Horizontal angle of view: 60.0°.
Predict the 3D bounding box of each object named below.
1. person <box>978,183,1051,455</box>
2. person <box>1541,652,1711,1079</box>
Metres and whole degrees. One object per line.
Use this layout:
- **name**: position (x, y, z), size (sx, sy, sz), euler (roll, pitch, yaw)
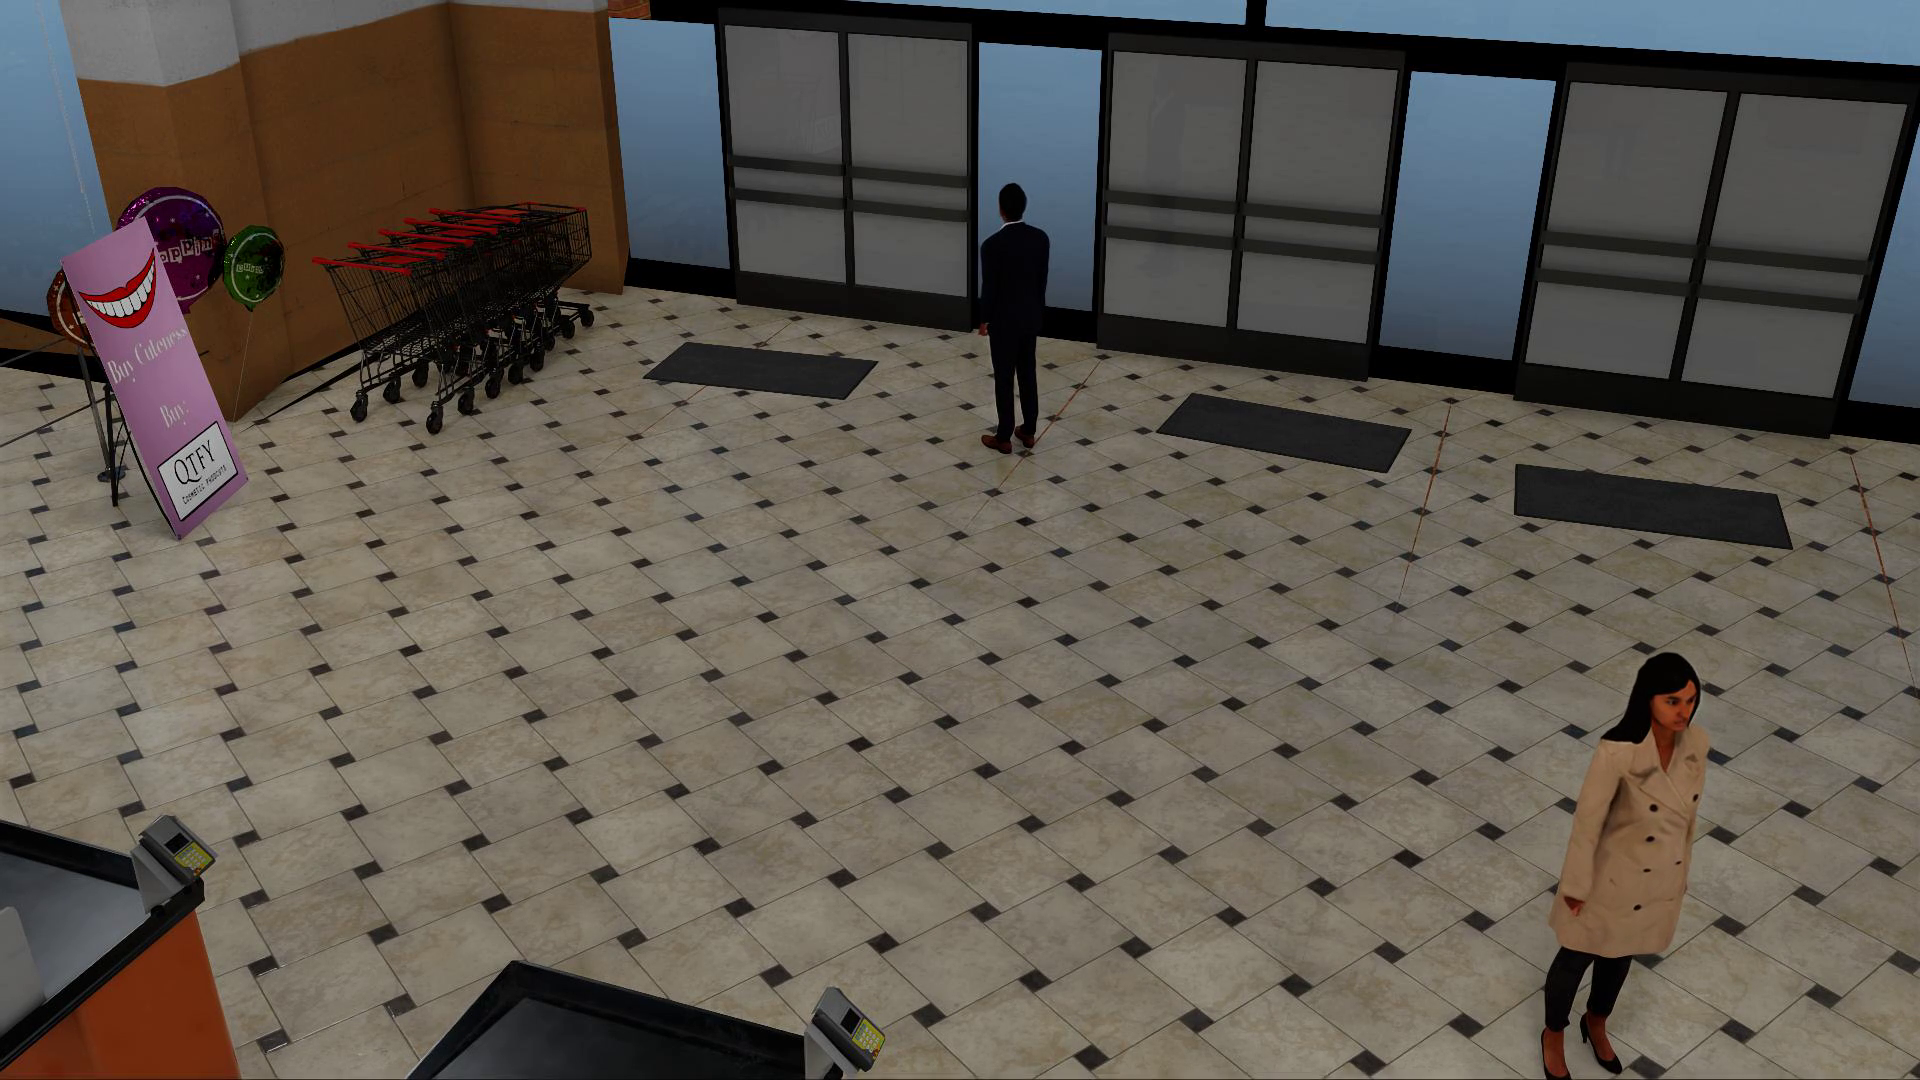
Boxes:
- **person**: position (0.343, -1.381, 10.450), size (0.683, 1.728, 0.767), euler (-15, 31, -27)
- **person**: position (2.219, 1.116, 5.575), size (0.718, 1.682, 0.739), euler (-7, 28, -14)
